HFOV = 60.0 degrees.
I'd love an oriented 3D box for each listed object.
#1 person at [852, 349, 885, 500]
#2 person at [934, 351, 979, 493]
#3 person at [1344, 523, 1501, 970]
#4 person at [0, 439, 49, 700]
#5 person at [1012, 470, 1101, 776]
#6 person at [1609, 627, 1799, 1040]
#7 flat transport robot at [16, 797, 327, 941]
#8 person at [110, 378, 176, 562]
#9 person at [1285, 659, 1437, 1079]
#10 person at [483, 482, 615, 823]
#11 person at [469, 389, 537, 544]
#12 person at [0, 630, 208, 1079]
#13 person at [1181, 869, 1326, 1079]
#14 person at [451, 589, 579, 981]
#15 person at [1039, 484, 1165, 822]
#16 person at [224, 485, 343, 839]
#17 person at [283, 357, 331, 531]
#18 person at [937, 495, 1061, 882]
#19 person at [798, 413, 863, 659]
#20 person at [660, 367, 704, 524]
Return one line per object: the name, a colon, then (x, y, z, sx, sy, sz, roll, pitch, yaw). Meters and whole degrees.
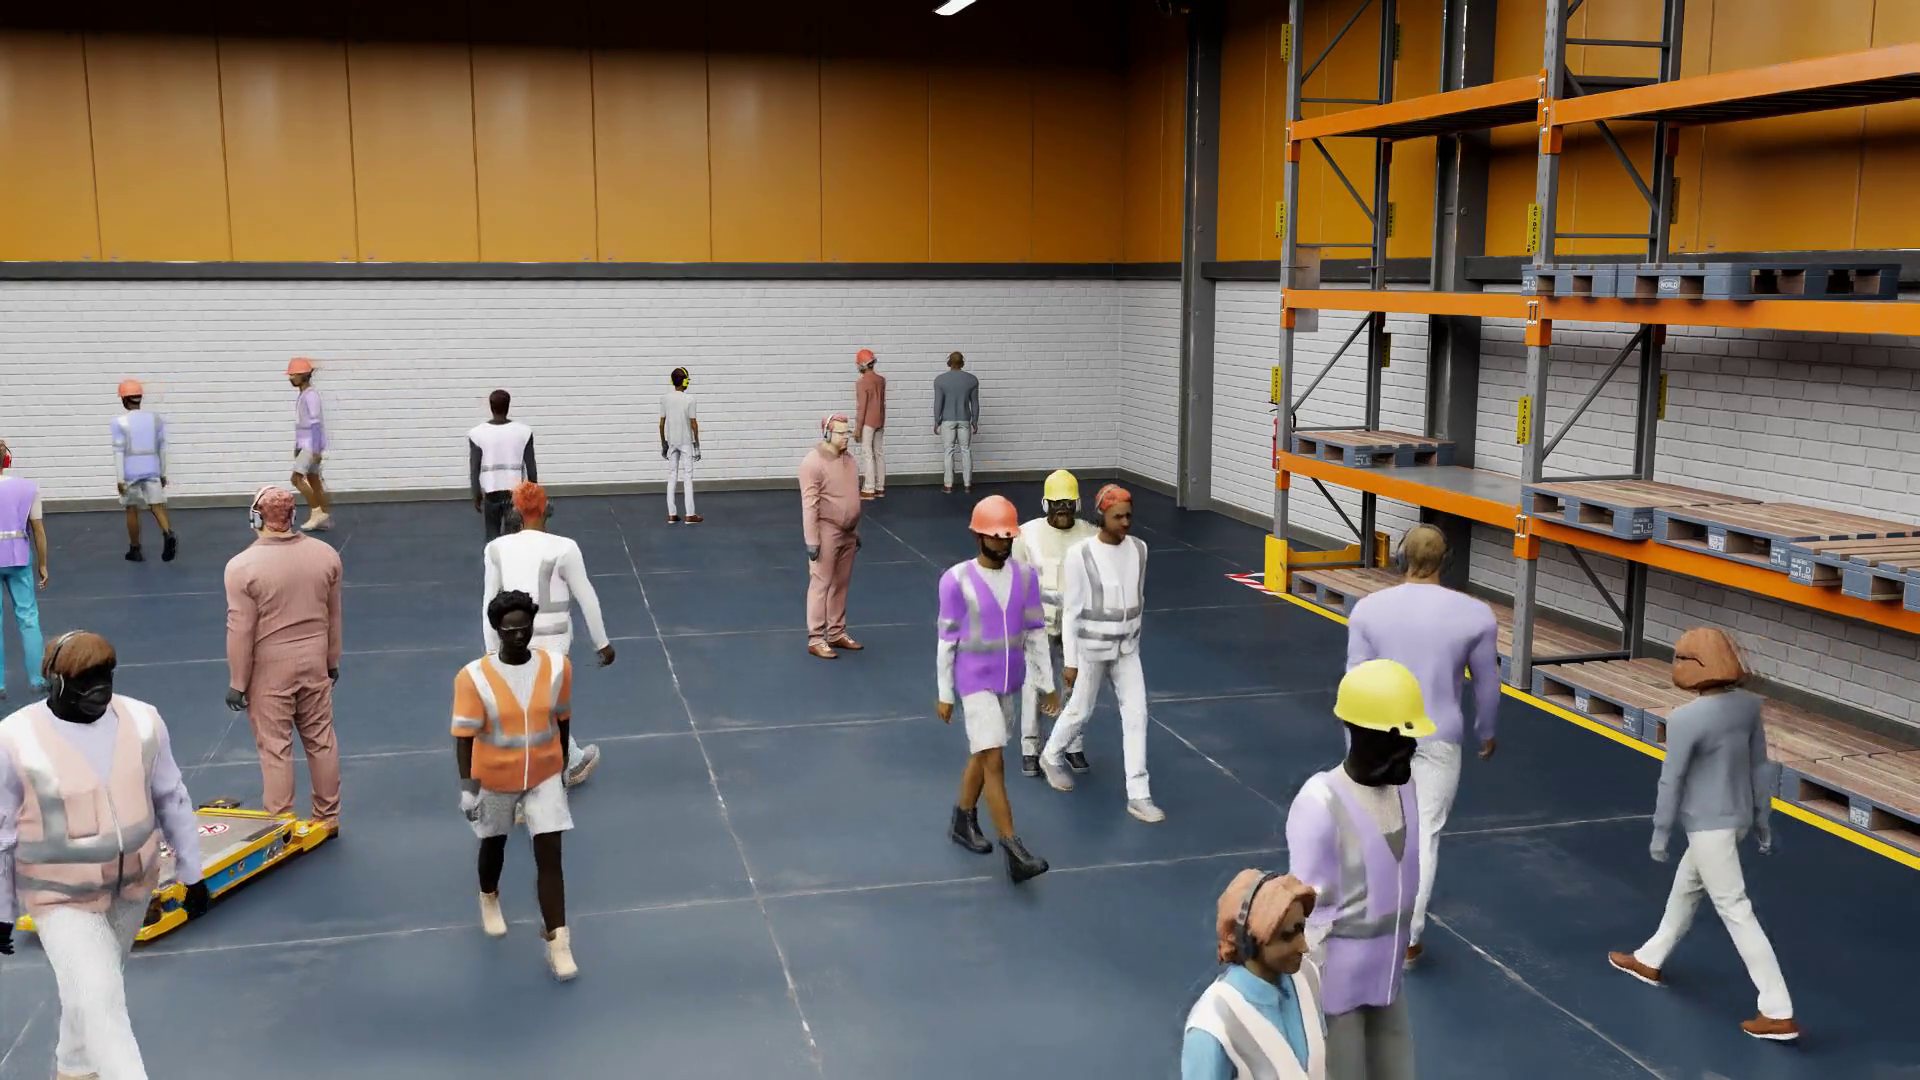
person: (-1.215, -1.526, 22.026, 0.406, 1.983, 0.650, 5, 10, 28)
person: (-0.053, -1.598, 22.613, 0.636, 1.938, 0.355, -2, 9, -13)
person: (2.047, 0.868, 7.390, 0.639, 1.890, 0.999, 5, 10, 26)
person: (-6.717, 0.202, 11.669, 0.568, 1.843, 0.374, -7, 11, -36)
person: (0.588, 0.491, 9.902, 0.586, 1.835, 0.404, -2, 9, -11)
person: (3.018, 1.140, 6.641, 0.506, 1.577, 0.907, -6, 11, -31)
flat transport robot: (-3.768, 1.565, 8.060, 0.652, 0.197, 1.431, 2, 9, 11)
person: (-8.390, -0.700, 17.070, 0.807, 1.917, 0.555, 8, 12, 41)
person: (1.113, 1.265, 4.855, 0.595, 1.912, 0.523, -8, 12, -42)
person: (-2.295, 0.582, 9.328, 0.614, 1.821, 1.014, 4, 10, 22)
person: (-4.280, -0.466, 15.652, 0.604, 1.902, 0.458, -2, 9, -11)
person: (-2.918, 1.189, 5.683, 0.977, 1.787, 0.654, 6, 11, 32)
person: (0.665, 1.544, 4.014, 0.775, 1.609, 0.521, 7, 12, 38)
person: (-1.944, 1.012, 7.236, 0.544, 1.649, 0.880, -5, 10, -29)
person: (0.771, 0.587, 9.305, 0.580, 1.844, 0.963, -6, 11, -31)
person: (-3.501, 0.663, 8.599, 0.408, 1.909, 0.638, 6, 11, 34)
person: (-7.537, -1.088, 19.167, 0.512, 2.022, 0.640, -5, 10, -26)
person: (0.207, 0.721, 8.271, 0.562, 1.885, 0.974, -6, 11, -32)
person: (-0.973, -0.041, 13.000, 0.403, 1.904, 0.652, 5, 11, 30)
person: (-3.342, -1.128, 19.895, 0.521, 1.870, 0.319, 3, 10, 20)
